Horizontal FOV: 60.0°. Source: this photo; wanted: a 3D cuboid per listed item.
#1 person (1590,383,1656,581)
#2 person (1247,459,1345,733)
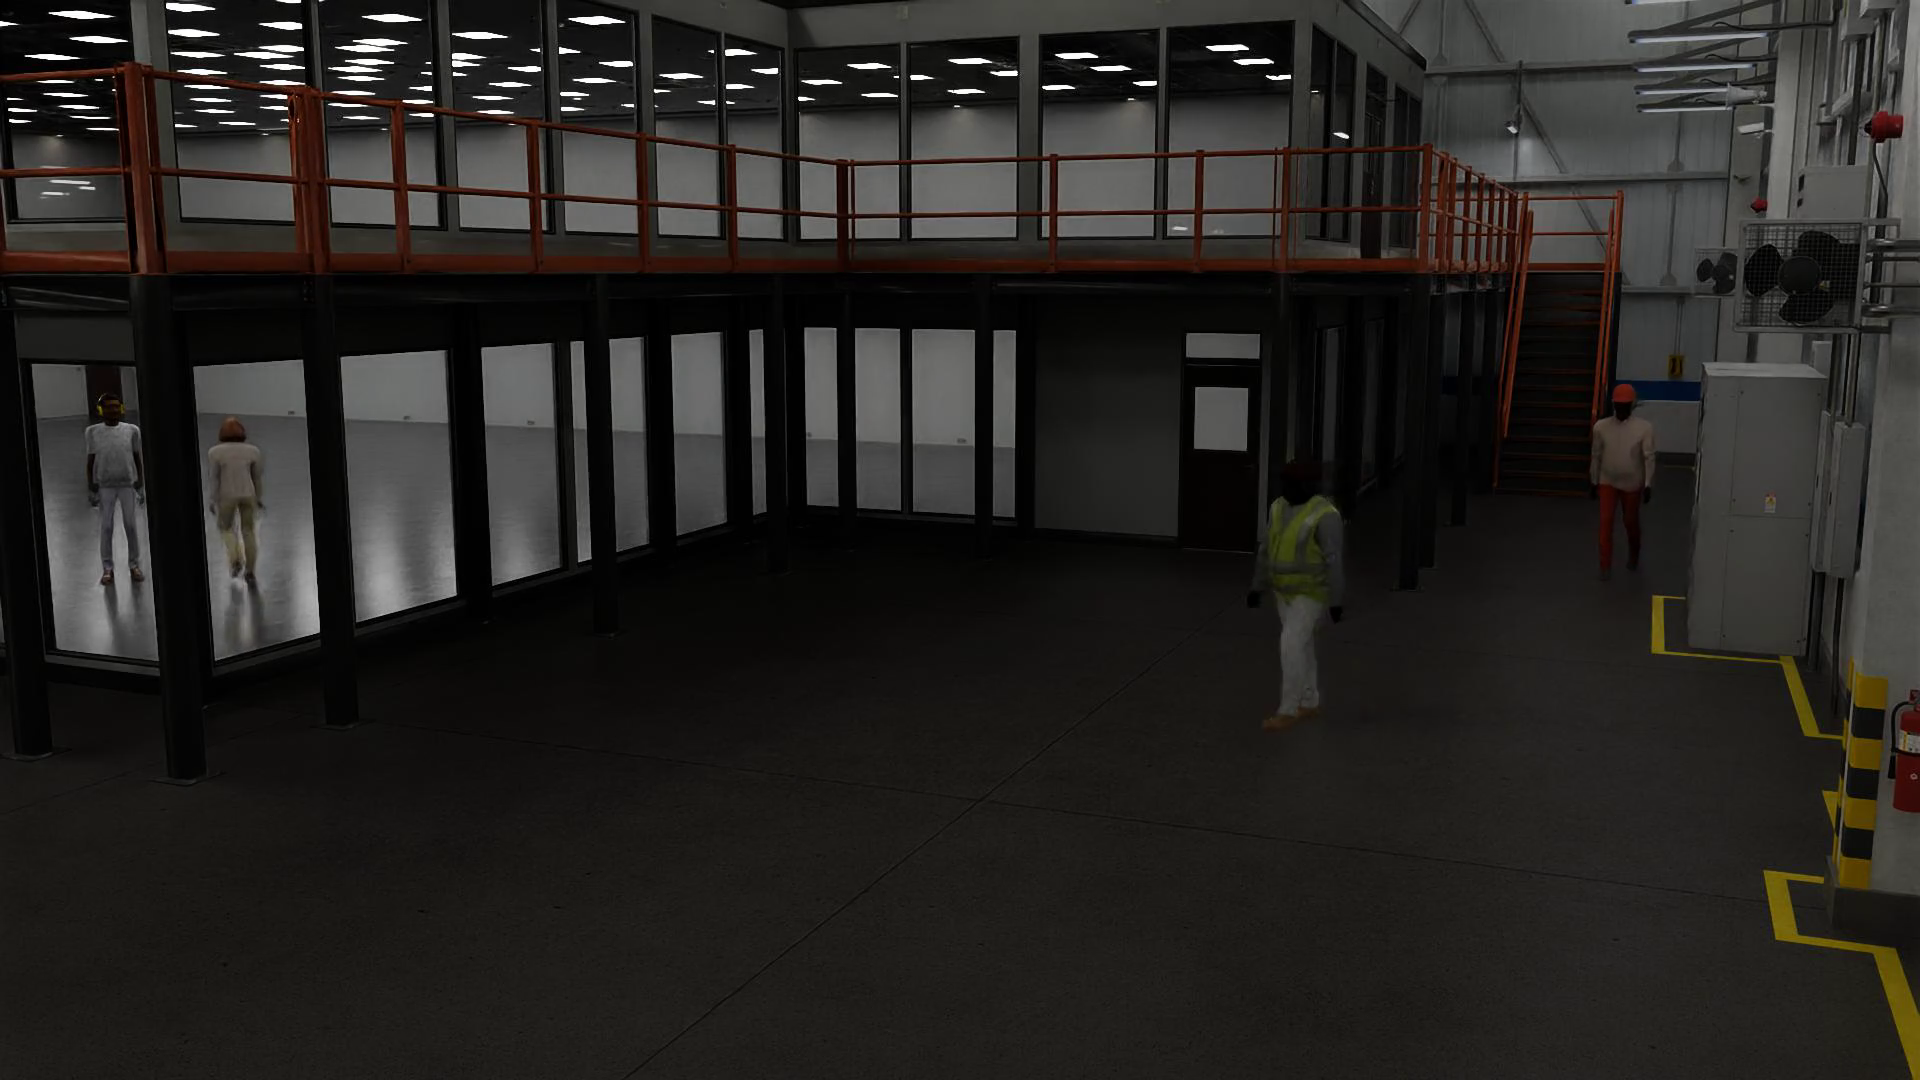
[{"bbox_3d":[6.629,-0.602,16.629,0.624,1.965,0.909,6,11,31],"label":"person"},{"bbox_3d":[2.186,0.366,11.093,0.744,1.816,0.649,-4,10,-25],"label":"person"}]
